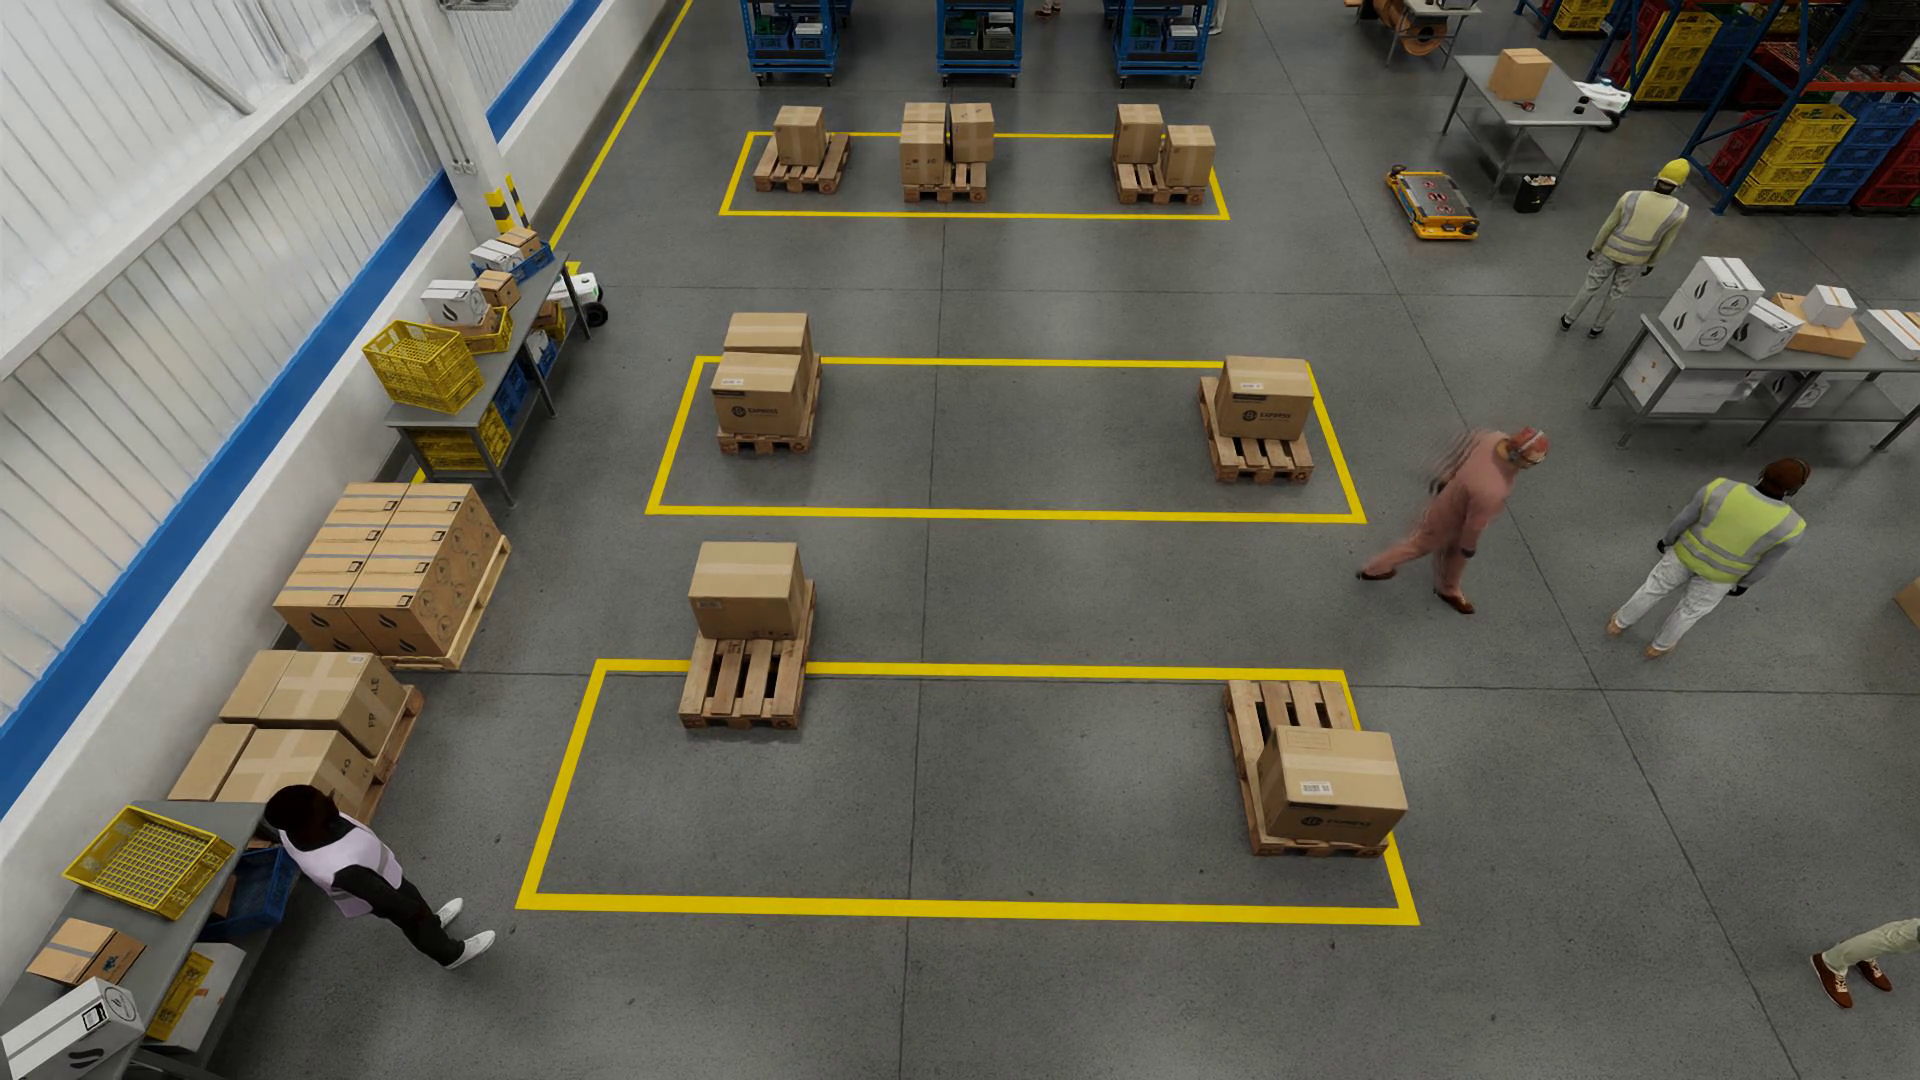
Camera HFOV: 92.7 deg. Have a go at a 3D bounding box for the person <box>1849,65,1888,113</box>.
[{"bbox_3d":[11.824,-6.135,11.732,0.374,1.936,0.628,20,52,17],"label":"person"}]

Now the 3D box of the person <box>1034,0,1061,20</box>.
[{"bbox_3d":[1.463,-9.388,14.509,0.387,1.992,0.626,36,58,27],"label":"person"}]

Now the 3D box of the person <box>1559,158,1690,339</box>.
[{"bbox_3d":[6.483,-2.811,8.922,0.603,1.830,0.404,26,54,21],"label":"person"}]

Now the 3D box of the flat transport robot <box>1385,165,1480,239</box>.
[{"bbox_3d":[5.692,-4.094,11.059,0.652,0.197,1.431,1,49,1],"label":"flat transport robot"}]

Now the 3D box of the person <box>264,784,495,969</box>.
[{"bbox_3d":[-3.102,1.812,4.864,0.597,1.917,0.379,30,55,23],"label":"person"}]

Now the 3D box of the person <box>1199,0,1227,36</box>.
[{"bbox_3d":[4.057,-8.754,14.193,0.308,1.640,0.511,-12,50,-10],"label":"person"}]

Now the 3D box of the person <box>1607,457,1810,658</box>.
[{"bbox_3d":[5.200,0.134,6.372,0.430,1.838,0.619,-31,56,-24],"label":"person"}]

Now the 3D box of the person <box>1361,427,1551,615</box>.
[{"bbox_3d":[3.624,-0.184,6.648,0.846,1.843,0.671,28,55,22],"label":"person"}]

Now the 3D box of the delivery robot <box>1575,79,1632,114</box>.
[{"bbox_3d":[8.686,-6.008,12.470,0.707,0.478,0.477,26,54,21],"label":"delivery robot"}]

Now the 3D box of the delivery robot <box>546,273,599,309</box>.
[{"bbox_3d":[-4.107,-2.535,9.463,0.707,0.478,0.477,-16,51,-14],"label":"delivery robot"}]

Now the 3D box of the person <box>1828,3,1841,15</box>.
[{"bbox_3d":[13.937,-8.723,14.004,0.574,1.887,0.355,-27,54,-22],"label":"person"}]

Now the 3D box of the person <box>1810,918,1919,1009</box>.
[{"bbox_3d":[5.289,1.970,4.759,0.519,1.873,0.328,-12,50,-10],"label":"person"}]
